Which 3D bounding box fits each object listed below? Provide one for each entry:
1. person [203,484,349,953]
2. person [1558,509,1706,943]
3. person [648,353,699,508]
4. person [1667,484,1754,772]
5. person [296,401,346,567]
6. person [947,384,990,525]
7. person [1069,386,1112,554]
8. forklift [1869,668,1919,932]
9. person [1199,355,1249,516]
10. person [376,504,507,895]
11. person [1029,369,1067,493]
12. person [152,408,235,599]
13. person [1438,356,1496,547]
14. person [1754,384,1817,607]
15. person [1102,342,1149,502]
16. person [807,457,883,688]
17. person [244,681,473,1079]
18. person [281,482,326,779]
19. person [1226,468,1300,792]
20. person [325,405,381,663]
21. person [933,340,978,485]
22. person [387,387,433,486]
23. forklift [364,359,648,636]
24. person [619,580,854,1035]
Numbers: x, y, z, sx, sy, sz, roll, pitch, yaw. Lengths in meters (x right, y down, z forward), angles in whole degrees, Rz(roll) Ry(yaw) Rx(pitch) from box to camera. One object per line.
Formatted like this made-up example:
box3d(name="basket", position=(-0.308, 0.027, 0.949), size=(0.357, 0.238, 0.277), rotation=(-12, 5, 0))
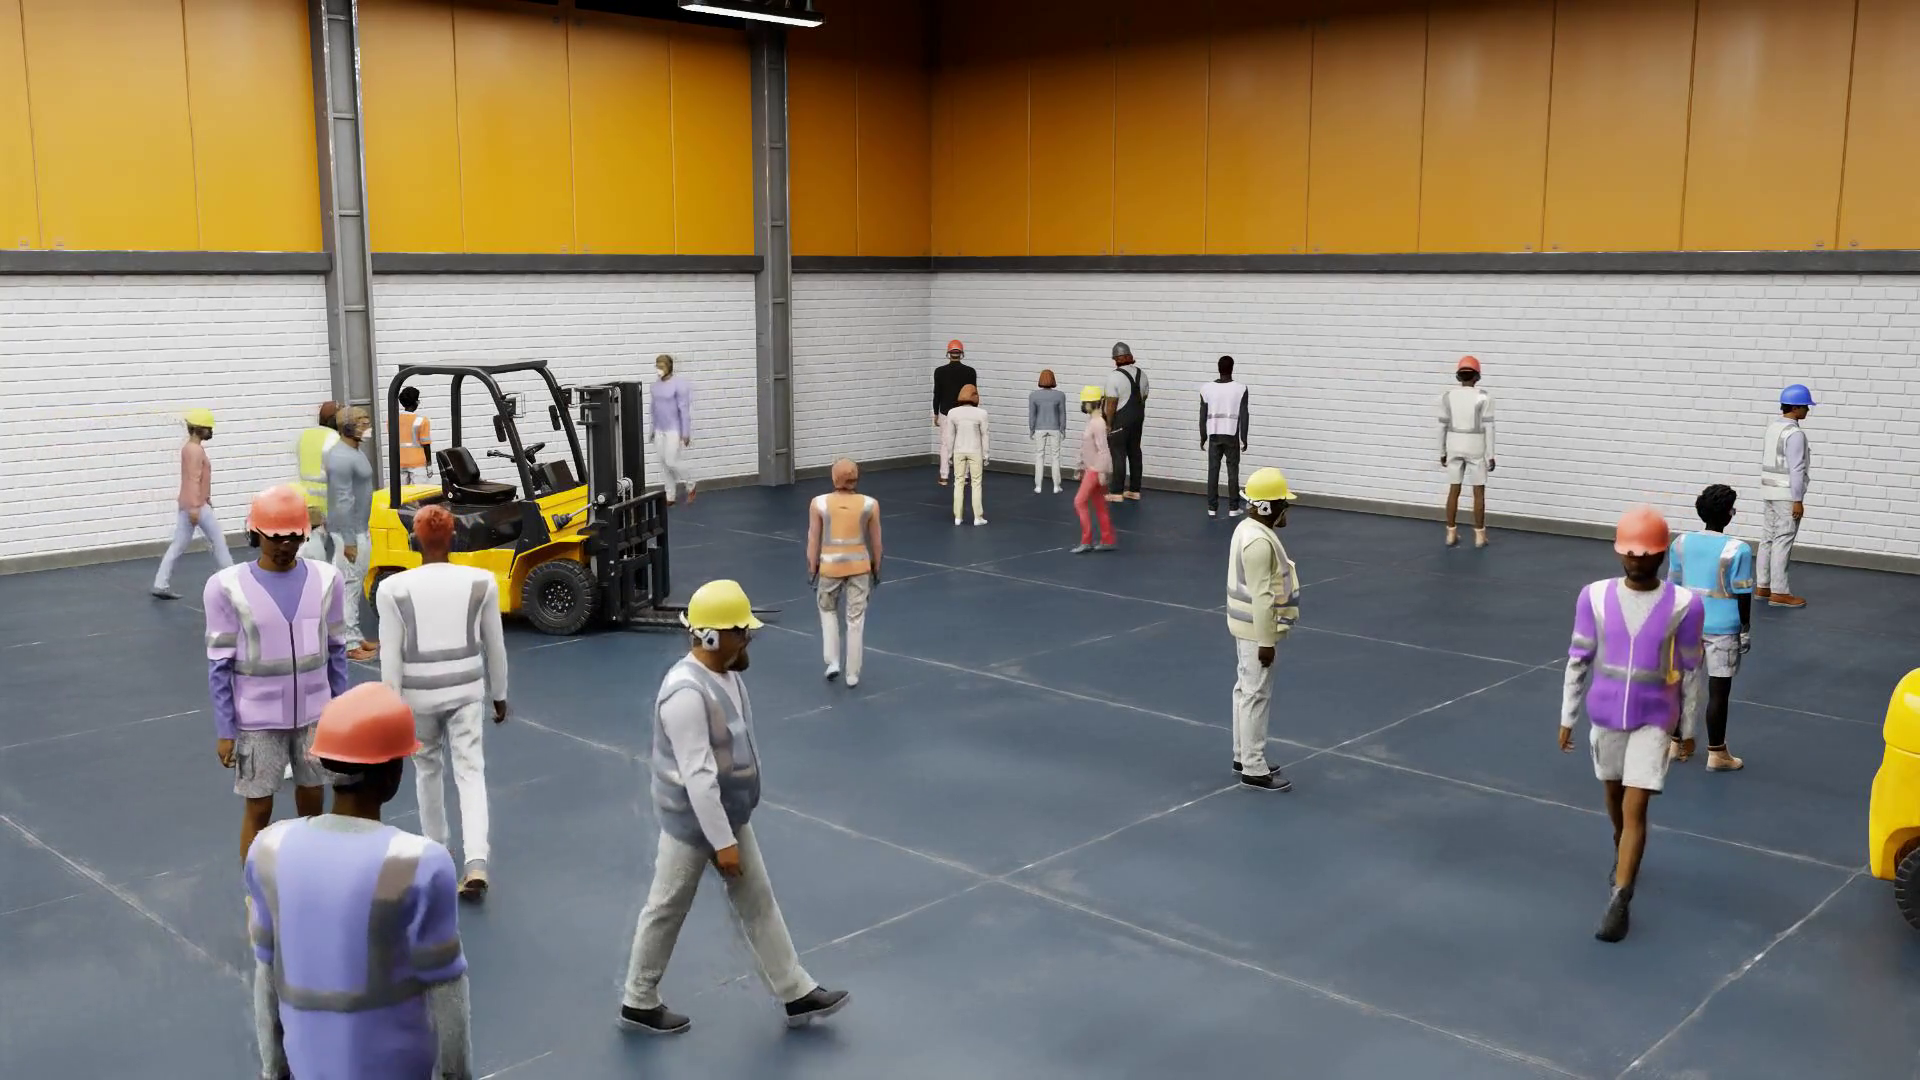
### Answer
box3d(name="person", position=(-2.929, 0.765, 7.244), size=(0.605, 2.034, 0.392), rotation=(-8, 12, -41))
box3d(name="person", position=(3.075, 0.782, 7.613), size=(0.565, 1.895, 0.998), rotation=(6, 11, 33))
box3d(name="person", position=(-3.553, -1.332, 20.449), size=(0.642, 1.927, 0.478), rotation=(8, 12, 42))
box3d(name="person", position=(4.424, 0.512, 9.818), size=(0.318, 1.699, 0.535), rotation=(-6, 11, -32))
box3d(name="person", position=(-5.500, -0.299, 14.455), size=(0.713, 1.809, 0.475), rotation=(5, 10, 27))
box3d(name="person", position=(0.098, -0.981, 19.174), size=(0.507, 1.631, 0.274), rotation=(3, 10, 15))
box3d(name="person", position=(1.329, -0.717, 17.227), size=(0.622, 1.748, 0.538), rotation=(0, 9, -2))
box3d(name="forklift", position=(5.205, 0.723, 7.013), size=(2.313, 2.155, 1.214), rotation=(9, 13, 43))
box3d(name="person", position=(3.154, -1.241, 19.893), size=(0.587, 1.920, 0.397), rotation=(3, 10, 20))
box3d(name="person", position=(-2.441, 0.750, 7.924), size=(0.589, 1.849, 0.936), rotation=(-4, 10, -24))
box3d(name="person", position=(1.155, -1.431, 21.924), size=(0.499, 1.636, 0.286), rotation=(1, 9, 5))
box3d(name="person", position=(-6.818, -0.322, 14.904), size=(0.950, 1.704, 0.531), rotation=(-6, 11, -32))
box3d(name="person", position=(5.396, -0.941, 17.712), size=(0.630, 2.034, 0.397), rotation=(7, 12, 37))
box3d(name="person", position=(7.247, -0.393, 14.606), size=(0.390, 1.946, 0.614), rotation=(0, 9, 3))
box3d(name="person", position=(2.049, -1.512, 21.183), size=(0.680, 2.000, 0.536), rotation=(-7, 12, -38))
box3d(name="person", position=(-0.813, 0.224, 11.791), size=(0.550, 1.621, 0.476), rotation=(-1, 9, -8))
box3d(name="person", position=(-1.511, 1.313, 4.229), size=(0.568, 1.918, 0.454), rotation=(2, 9, 11))
box3d(name="person", position=(-3.838, 0.527, 9.618), size=(0.501, 1.725, 0.519), rotation=(-1, 9, -6))
box3d(name="person", position=(1.723, 0.499, 9.475), size=(0.403, 1.837, 0.586), rotation=(0, 9, 2))
box3d(name="person", position=(-4.579, -0.051, 12.541), size=(0.352, 1.937, 0.635), rotation=(-2, 9, -12))
box3d(name="person", position=(-0.063, -1.743, 22.774), size=(0.609, 1.986, 0.402), rotation=(-1, 9, -8))
box3d(name="person", position=(-5.920, -0.808, 17.947), size=(0.531, 1.691, 0.321), rotation=(3, 10, 18))
box3d(name="forklift", position=(-3.850, -0.407, 13.936), size=(2.313, 2.155, 1.214), rotation=(2, 9, 11))
box3d(name="person", position=(-0.910, 1.040, 6.321), size=(0.915, 1.782, 0.601), rotation=(2, 9, 13))
